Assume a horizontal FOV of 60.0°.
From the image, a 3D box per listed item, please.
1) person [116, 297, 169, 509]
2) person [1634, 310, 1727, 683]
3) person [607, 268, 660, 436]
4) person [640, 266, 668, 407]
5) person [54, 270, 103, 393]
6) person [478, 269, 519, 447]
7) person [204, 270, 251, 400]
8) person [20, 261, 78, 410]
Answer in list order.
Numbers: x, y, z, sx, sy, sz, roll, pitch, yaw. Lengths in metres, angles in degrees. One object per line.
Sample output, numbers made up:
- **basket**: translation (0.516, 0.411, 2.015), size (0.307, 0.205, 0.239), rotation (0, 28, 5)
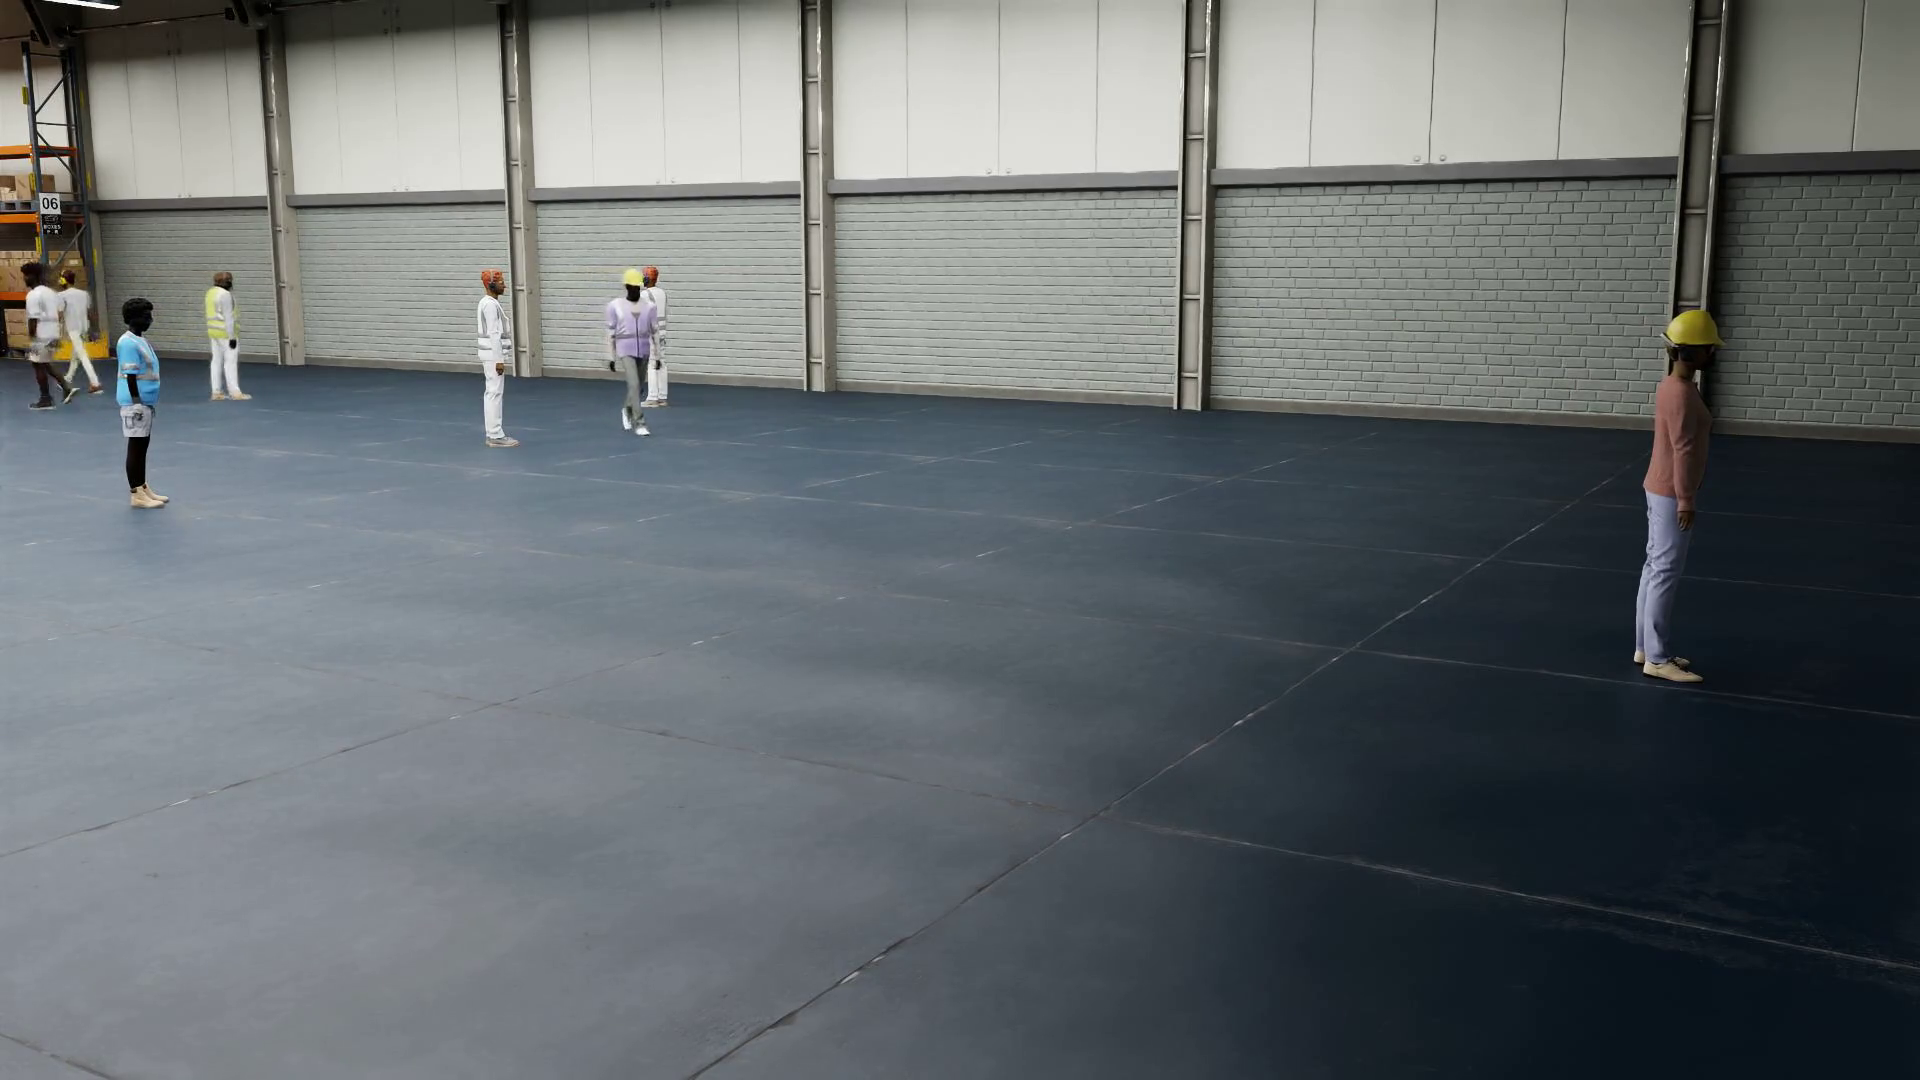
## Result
- **person**: translation (-6.605, -1.100, 13.400), size (0.321, 1.692, 0.529), rotation (-3, 10, -16)
- **person**: translation (3.450, -0.211, 7.981), size (0.316, 1.769, 0.525), rotation (3, 10, 15)
- **person**: translation (-3.753, -2.159, 19.041), size (0.589, 1.895, 0.888), rotation (-6, 11, -31)
- **person**: translation (-4.134, -2.725, 22.358), size (0.355, 1.883, 0.575), rotation (4, 10, 22)
- **person**: translation (-13.137, -3.068, 24.569), size (1.012, 1.808, 0.530), rotation (3, 10, 19)
- **person**: translation (-4.941, -1.930, 17.705), size (0.355, 1.882, 0.576), rotation (-4, 10, -22)
- **person**: translation (-10.350, -2.882, 23.421), size (0.633, 1.842, 0.429), rotation (8, 13, 41)
- **person**: translation (-12.042, -2.683, 21.895), size (0.480, 1.949, 0.619), rotation (0, 10, 0)
